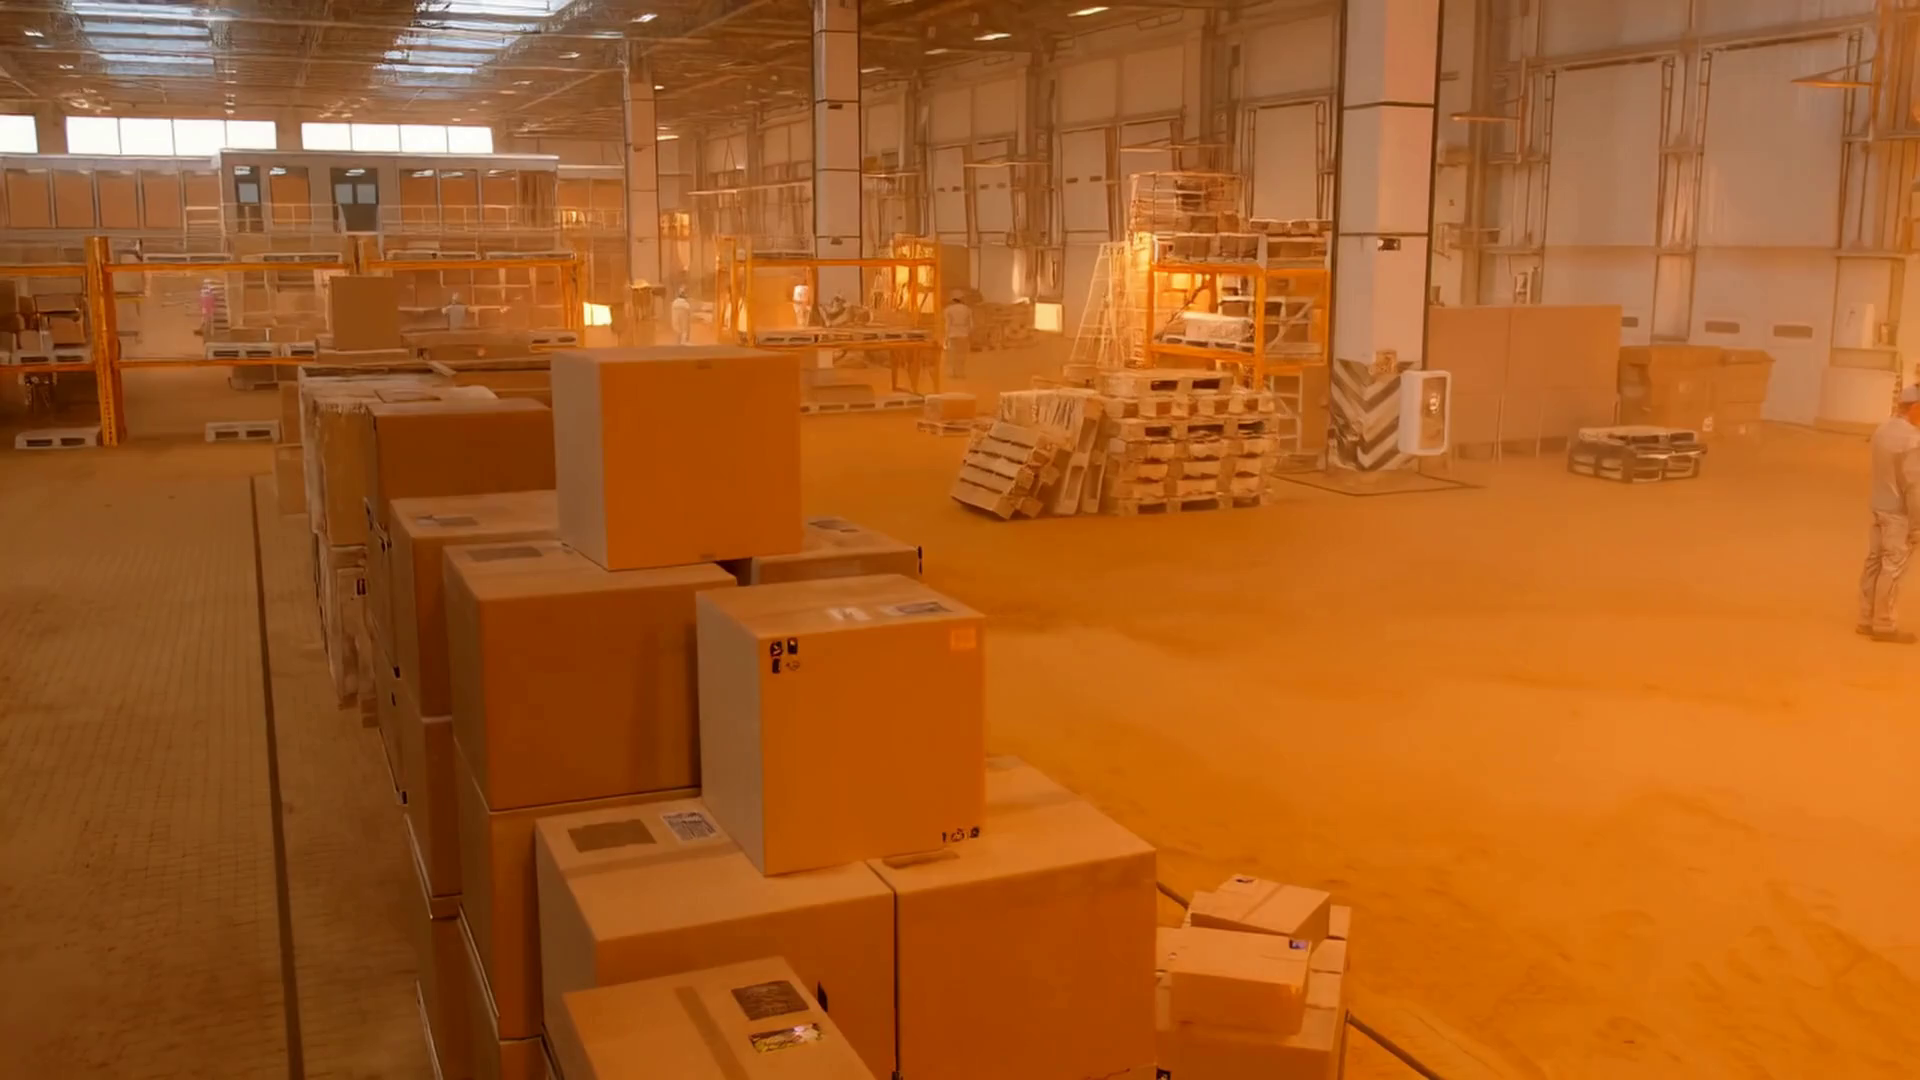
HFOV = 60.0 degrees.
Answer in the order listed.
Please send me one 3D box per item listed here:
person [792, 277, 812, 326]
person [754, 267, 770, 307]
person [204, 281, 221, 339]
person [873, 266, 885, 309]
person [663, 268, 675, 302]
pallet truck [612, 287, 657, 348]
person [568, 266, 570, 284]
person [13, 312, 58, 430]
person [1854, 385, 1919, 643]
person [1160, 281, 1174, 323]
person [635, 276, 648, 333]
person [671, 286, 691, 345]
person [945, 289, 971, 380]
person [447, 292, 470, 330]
[{"bbox_3d":[-4.885,-7.160,51.120,0.708,1.810,0.431,3,11,17],"label":"person"},{"bbox_3d":[-8.645,-11.148,72.783,0.682,1.914,0.691,-5,11,-25],"label":"person"},{"bbox_3d":[-22.436,-6.885,49.806,0.421,1.727,0.499,3,11,18],"label":"person"},{"bbox_3d":[-3.003,-9.261,62.170,0.382,1.995,0.612,5,11,26],"label":"person"},{"bbox_3d":[-11.021,-9.306,62.696,0.965,1.885,0.560,2,10,10],"label":"person"},{"bbox_3d":[-6.464,-4.406,35.401,0.823,1.965,1.885,6,12,32],"label":"pallet truck"},{"bbox_3d":[-16.813,-10.964,71.875,0.356,1.880,0.572,-7,13,-35],"label":"person"},{"bbox_3d":[-14.120,-2.542,25.447,0.574,1.883,0.356,-2,10,-10],"label":"person"},{"bbox_3d":[6.959,-0.191,12.375,0.369,1.928,0.639,0,10,2],"label":"person"},{"bbox_3d":[5.269,-5.610,42.235,0.382,1.924,0.594,4,11,22],"label":"person"},{"bbox_3d":[-9.961,-7.314,51.902,0.431,1.834,0.623,3,11,16],"label":"person"},{"bbox_3d":[-6.225,-4.708,37.234,0.371,1.938,0.630,3,11,17],"label":"person"},{"bbox_3d":[-0.030,-4.376,35.437,0.594,1.924,0.382,6,12,29],"label":"person"},{"bbox_3d":[-11.080,-4.531,36.561,0.678,1.827,0.452,-7,12,-34],"label":"person"}]
